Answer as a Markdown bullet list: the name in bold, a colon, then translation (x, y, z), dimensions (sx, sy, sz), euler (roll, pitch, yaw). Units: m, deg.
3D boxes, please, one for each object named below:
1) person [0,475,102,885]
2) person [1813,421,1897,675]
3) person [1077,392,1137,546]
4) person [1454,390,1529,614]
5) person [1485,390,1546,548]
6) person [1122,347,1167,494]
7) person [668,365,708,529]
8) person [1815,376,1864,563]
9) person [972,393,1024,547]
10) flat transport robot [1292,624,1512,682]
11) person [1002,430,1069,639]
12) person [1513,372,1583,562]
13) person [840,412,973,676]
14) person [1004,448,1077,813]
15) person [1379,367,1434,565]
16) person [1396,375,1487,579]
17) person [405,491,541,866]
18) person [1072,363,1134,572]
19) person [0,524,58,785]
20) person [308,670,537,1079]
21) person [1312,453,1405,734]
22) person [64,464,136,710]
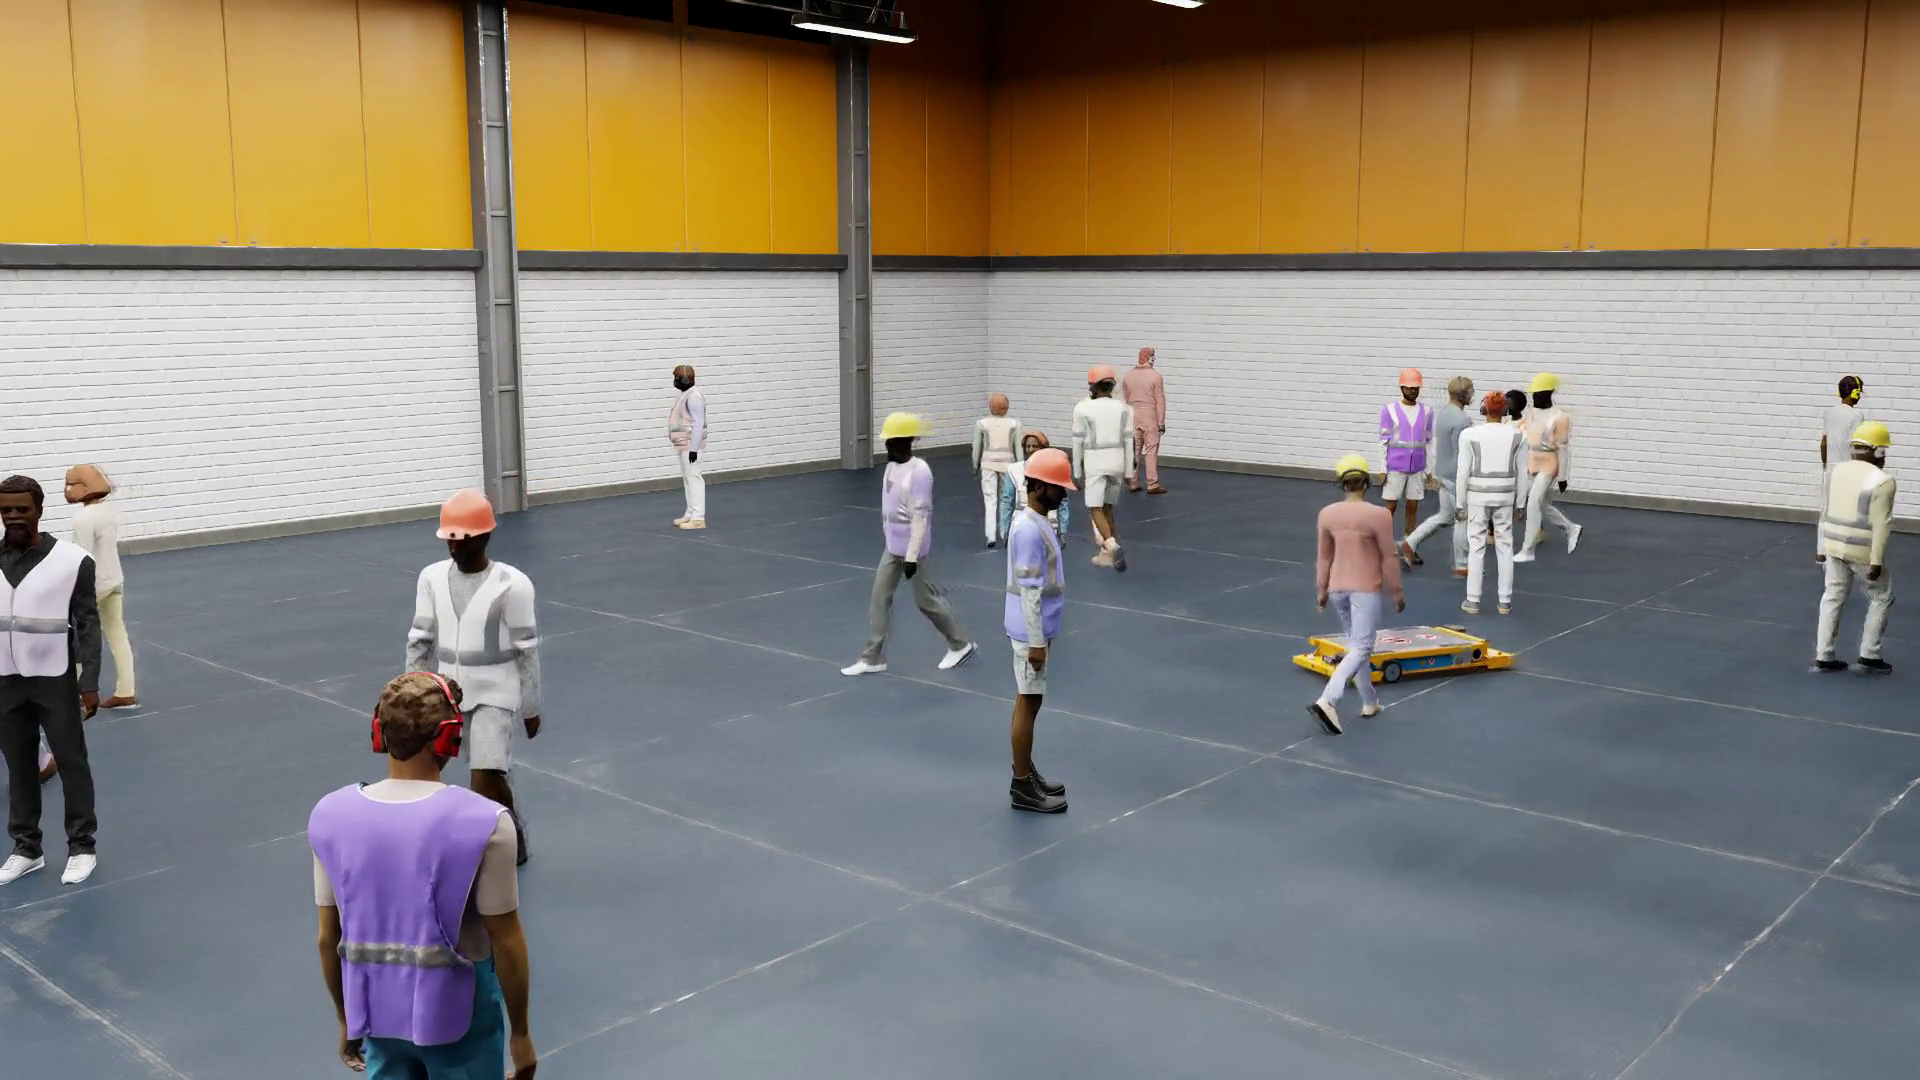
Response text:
- **person**: translation (-4.313, 0.648, 7.767), dimensions (0.596, 1.919, 0.386), euler (0, 9, -1)
- **person**: translation (6.406, 0.063, 11.795), dimensions (0.641, 1.810, 0.605), euler (-3, 10, -21)
- **person**: translation (1.545, -0.865, 17.656), dimensions (0.627, 1.805, 0.833), euler (-3, 9, -17)
- **person**: translation (4.448, -0.317, 13.937), dimensions (0.585, 1.882, 0.337), euler (1, 9, 7)
- **person**: translation (5.783, -0.734, 17.284), dimensions (0.867, 1.653, 0.537), euler (-4, 10, -26)
- **person**: translation (2.423, -1.550, 21.627), dimensions (0.640, 1.905, 0.410), euler (8, 12, 42)
- **person**: translation (-3.048, -1.042, 18.633), dimensions (0.429, 1.839, 0.633), euler (-3, 10, -19)
- **person**: translation (8.606, -0.664, 16.191), dimensions (0.329, 1.864, 0.508), euler (-3, 9, -16)
- **person**: translation (0.397, -0.742, 17.500), dimensions (0.543, 1.600, 0.852), euler (0, 9, 1)
- **flat transport robot**: translation (3.176, 0.805, 11.940), dimensions (1.431, 0.197, 0.652), euler (-4, 10, -22)
- **person**: translation (0.589, -0.045, 13.000), dimensions (0.524, 1.639, 0.306), euler (2, 9, 12)
- **person**: translation (5.844, -0.722, 16.456), dimensions (0.828, 1.895, 0.607), euler (-2, 9, -15)
- **person**: translation (-0.352, 0.029, 11.833), dimensions (0.965, 1.891, 0.595), euler (-5, 10, -30)
- **person**: translation (0.426, 0.472, 8.848), dimensions (0.377, 1.928, 0.542), euler (1, 9, 4)
- **person**: translation (4.368, -0.716, 16.270), dimensions (0.542, 1.939, 0.361), euler (-1, 9, -6)
- **person**: translation (4.524, -0.578, 15.488), dimensions (0.779, 1.918, 0.633), euler (0, 9, -1)
- **person**: translation (-2.201, 0.713, 7.483), dimensions (0.565, 1.880, 1.009), euler (3, 9, 17)
- **person**: translation (1.403, -0.668, 15.807), dimensions (0.606, 2.009, 0.894), euler (-3, 9, -17)
- **person**: translation (-5.307, 0.487, 8.956), dimensions (0.657, 1.862, 0.935), euler (1, 9, 4)
- **person**: translation (-1.365, 1.247, 4.266), dimensions (0.562, 1.838, 0.390), euler (2, 9, 11)
- **person**: translation (2.454, 0.321, 10.449), dimensions (0.826, 1.722, 0.563), euler (-8, 12, -40)
- **person**: translation (-5.673, 0.318, 10.774), dimensions (0.596, 1.611, 0.539), euler (0, 9, -2)
